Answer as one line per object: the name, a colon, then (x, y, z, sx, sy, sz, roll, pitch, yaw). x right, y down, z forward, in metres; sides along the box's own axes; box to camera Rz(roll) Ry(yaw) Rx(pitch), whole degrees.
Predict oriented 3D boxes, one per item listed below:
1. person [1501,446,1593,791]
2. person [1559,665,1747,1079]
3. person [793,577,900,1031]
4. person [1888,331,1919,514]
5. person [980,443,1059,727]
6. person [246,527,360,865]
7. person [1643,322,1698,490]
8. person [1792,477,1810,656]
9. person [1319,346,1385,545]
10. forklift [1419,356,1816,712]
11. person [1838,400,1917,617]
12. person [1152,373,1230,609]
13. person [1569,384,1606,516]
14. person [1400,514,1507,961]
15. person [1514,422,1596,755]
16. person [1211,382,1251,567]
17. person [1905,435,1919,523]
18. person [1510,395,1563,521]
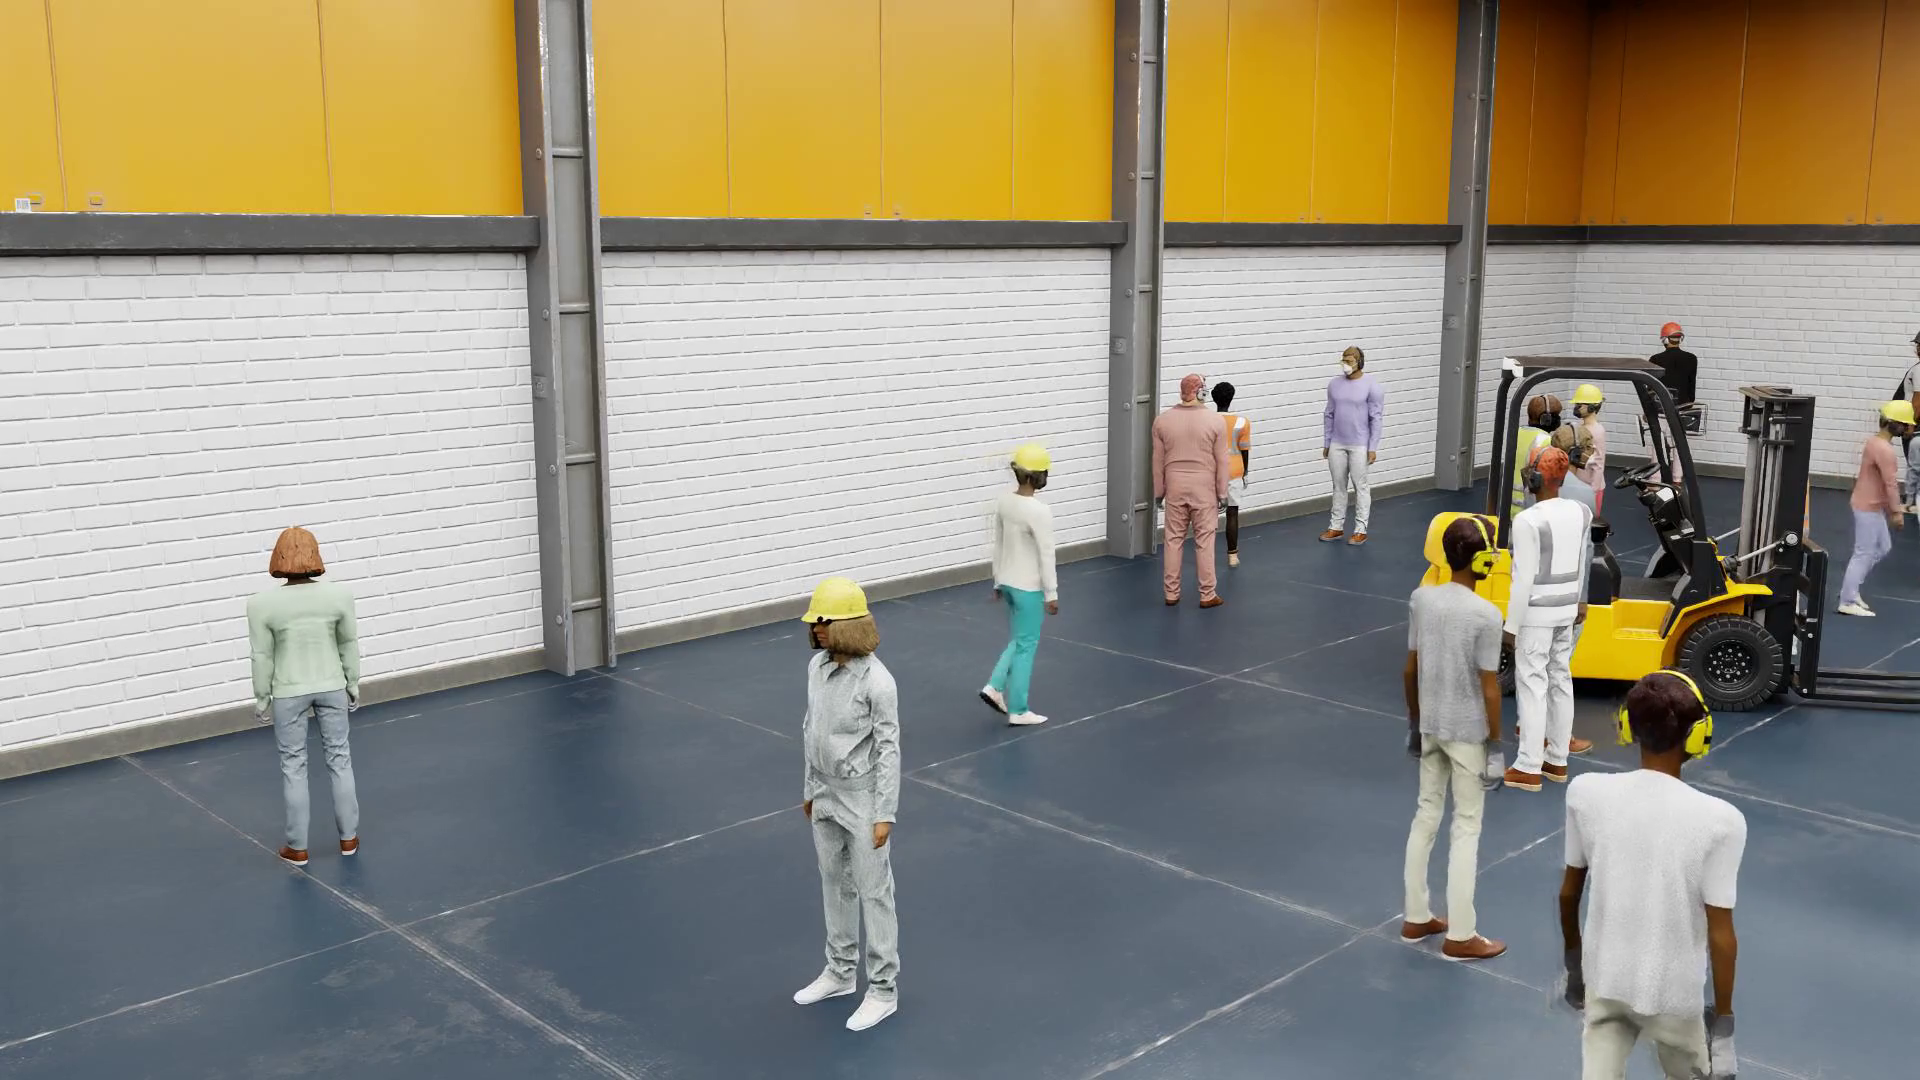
person: (3.164, 0.426, 9.050, 0.572, 1.883, 0.355, -7, 12, -33)
person: (1.980, 1.250, 4.693, 0.549, 1.830, 0.887, 10, 14, 42)
person: (-0.438, 0.994, 6.337, 0.324, 1.742, 0.492, -10, 14, -42)
person: (10.423, -1.313, 18.103, 0.676, 2.000, 0.536, -8, 13, -38)
person: (0.409, 0.282, 10.178, 0.373, 1.755, 0.535, -5, 12, -27)
person: (-3.135, 0.745, 7.994, 0.500, 1.633, 0.283, -7, 12, -33)
person: (8.383, -1.577, 19.677, 0.609, 1.992, 0.383, -1, 10, -7)
person: (5.830, 0.055, 11.767, 0.310, 1.633, 0.515, 8, 13, 36)
person: (3.817, -0.925, 16.265, 0.367, 1.939, 0.635, -10, 14, -43)
forklift: (4.276, -0.101, 11.076, 2.313, 2.155, 1.214, 2, 11, 13)
person: (7.187, -0.239, 13.059, 0.444, 1.740, 0.546, 4, 11, 20)
person: (1.883, -0.395, 13.483, 0.636, 1.903, 0.405, 5, 11, 24)
person: (5.260, -0.428, 14.026, 0.324, 1.769, 0.523, 1, 10, 4)
person: (2.073, 0.820, 6.950, 0.313, 1.866, 0.530, -6, 12, -31)
person: (3.487, 0.275, 9.726, 0.375, 1.939, 0.628, -2, 11, -9)
person: (2.379, -0.593, 15.144, 0.529, 1.690, 0.321, 4, 11, 20)
person: (8.318, -0.376, 14.159, 0.541, 1.606, 0.578, 4, 11, 20)
person: (4.292, -0.160, 12.361, 0.429, 1.843, 0.632, -2, 11, -10)
